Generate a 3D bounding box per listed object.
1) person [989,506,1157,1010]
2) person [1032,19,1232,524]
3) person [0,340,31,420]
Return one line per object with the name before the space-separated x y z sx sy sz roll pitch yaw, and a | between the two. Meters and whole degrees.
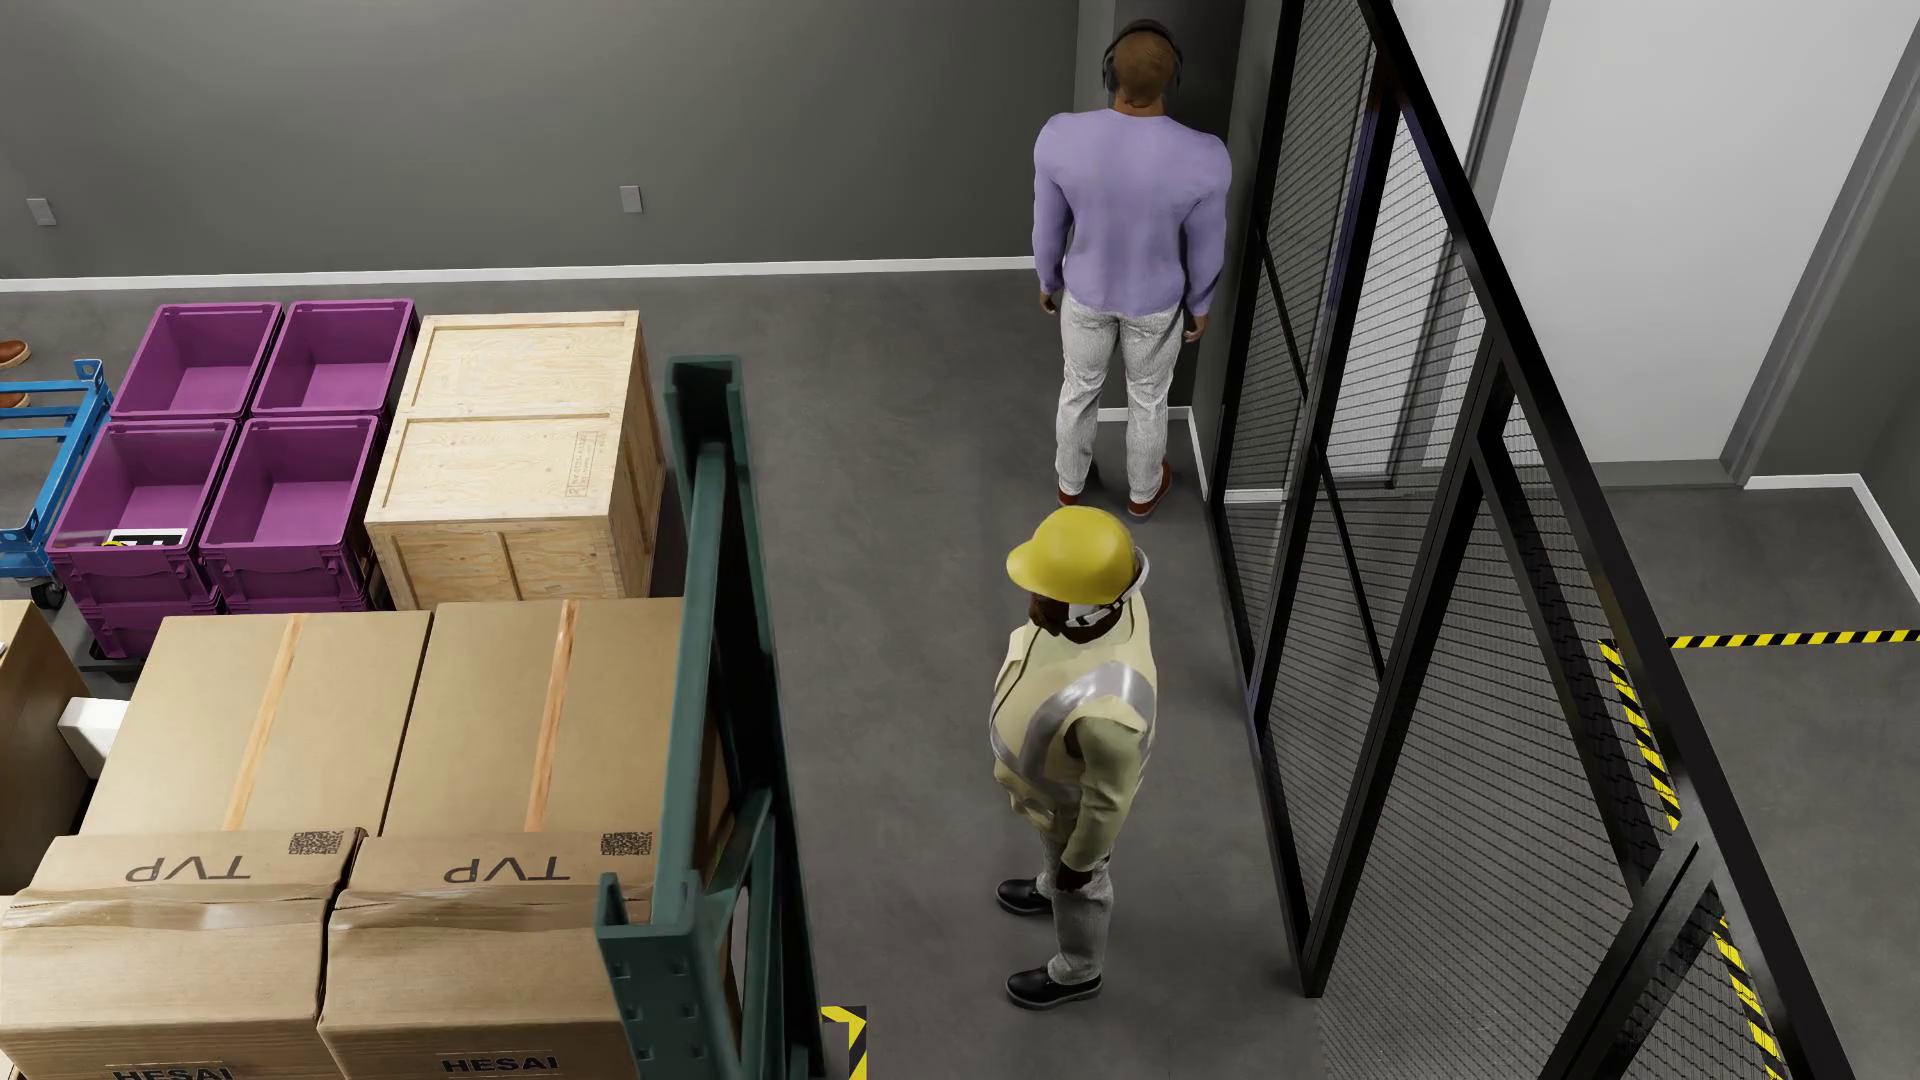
person | 0.275 0.584 4.271 0.404 1.831 0.600 -2 46 -2
person | 0.548 -0.833 5.553 0.631 1.938 0.369 10 47 9
person | -3.907 -1.307 5.965 0.378 1.996 0.611 -14 48 -13
